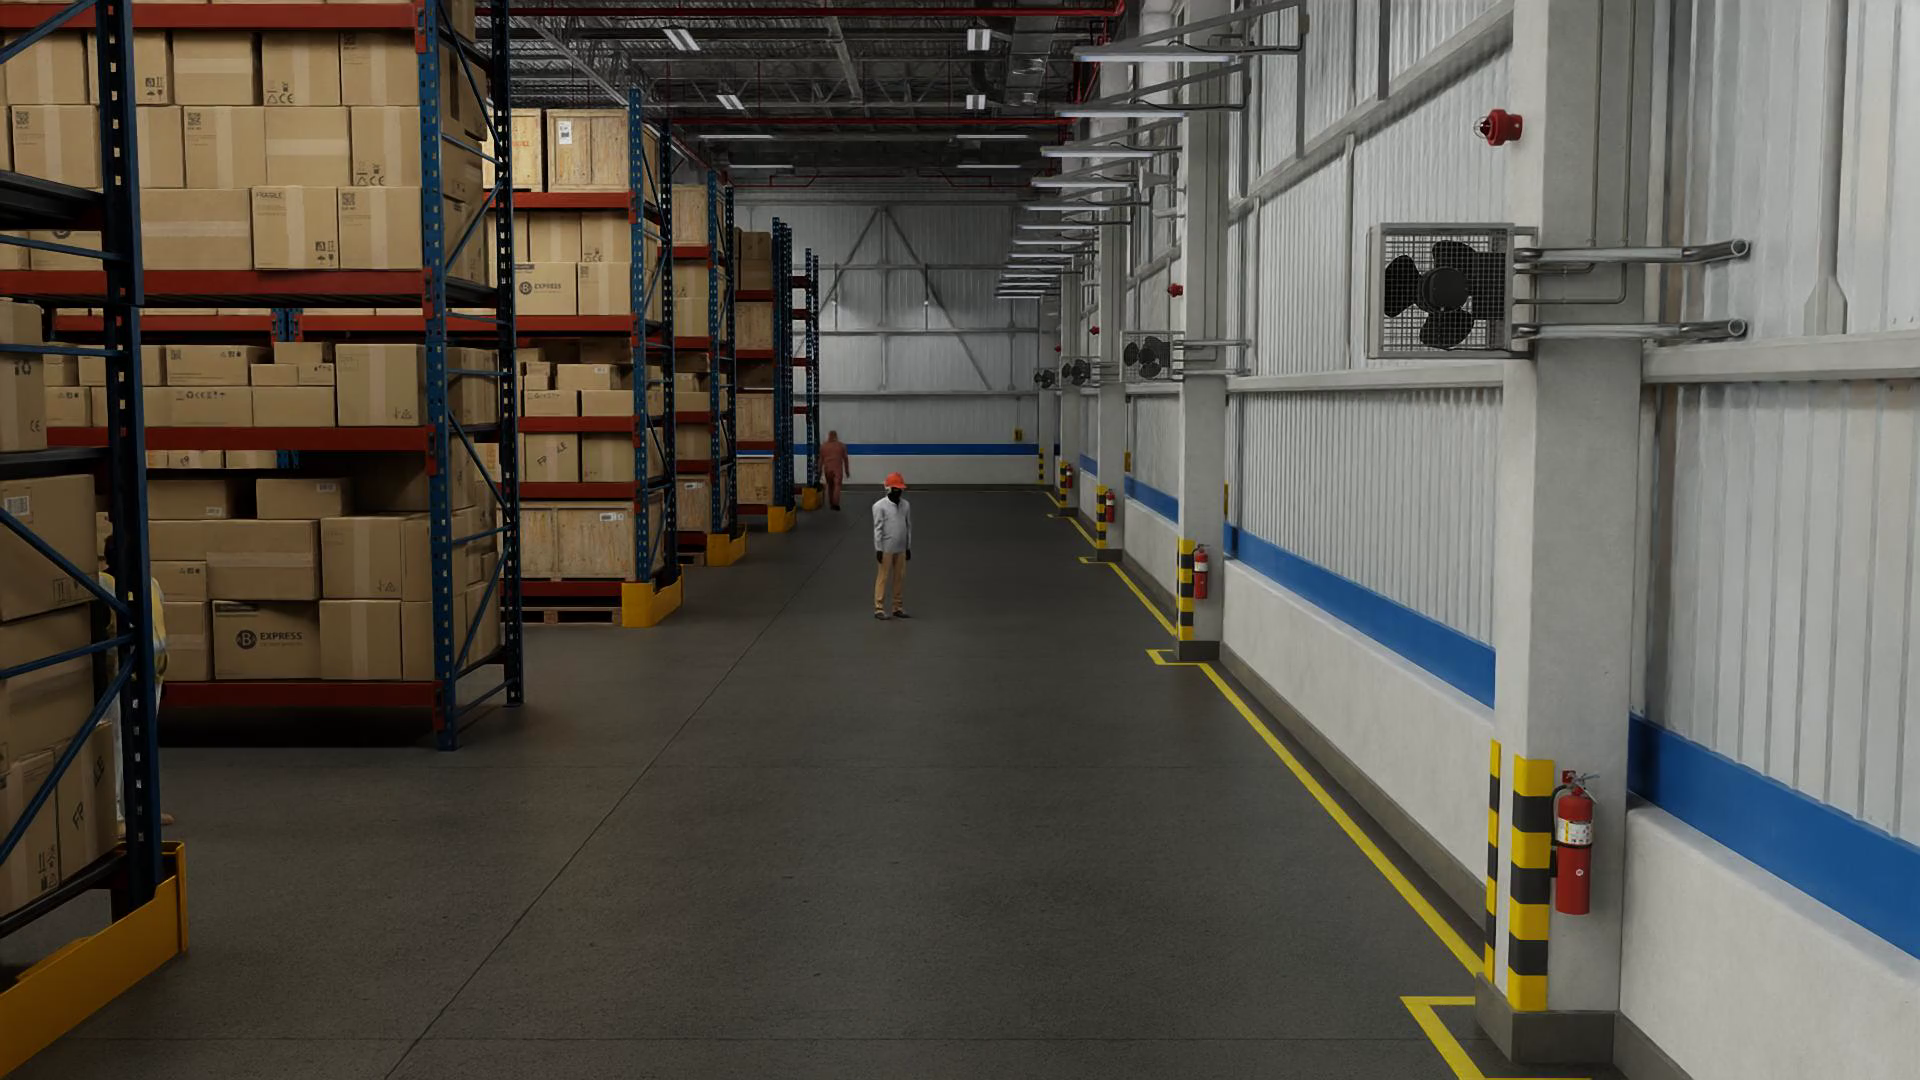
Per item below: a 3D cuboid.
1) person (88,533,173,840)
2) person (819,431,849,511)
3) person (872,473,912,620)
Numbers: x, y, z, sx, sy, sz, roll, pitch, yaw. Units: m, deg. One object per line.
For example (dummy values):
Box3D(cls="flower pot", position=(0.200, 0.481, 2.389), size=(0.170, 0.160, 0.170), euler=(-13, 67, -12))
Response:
Box3D(cls="person", position=(-4.978, 0.851, 9.976), size=(0.429, 1.842, 0.630), euler=(1, 5, 10))
Box3D(cls="person", position=(-2.938, -1.612, 38.617), size=(0.671, 1.860, 0.952), euler=(0, 5, 1))
Box3D(cls="person", position=(-0.775, 0.076, 19.597), size=(0.566, 1.742, 0.351), euler=(-5, 7, -44))
